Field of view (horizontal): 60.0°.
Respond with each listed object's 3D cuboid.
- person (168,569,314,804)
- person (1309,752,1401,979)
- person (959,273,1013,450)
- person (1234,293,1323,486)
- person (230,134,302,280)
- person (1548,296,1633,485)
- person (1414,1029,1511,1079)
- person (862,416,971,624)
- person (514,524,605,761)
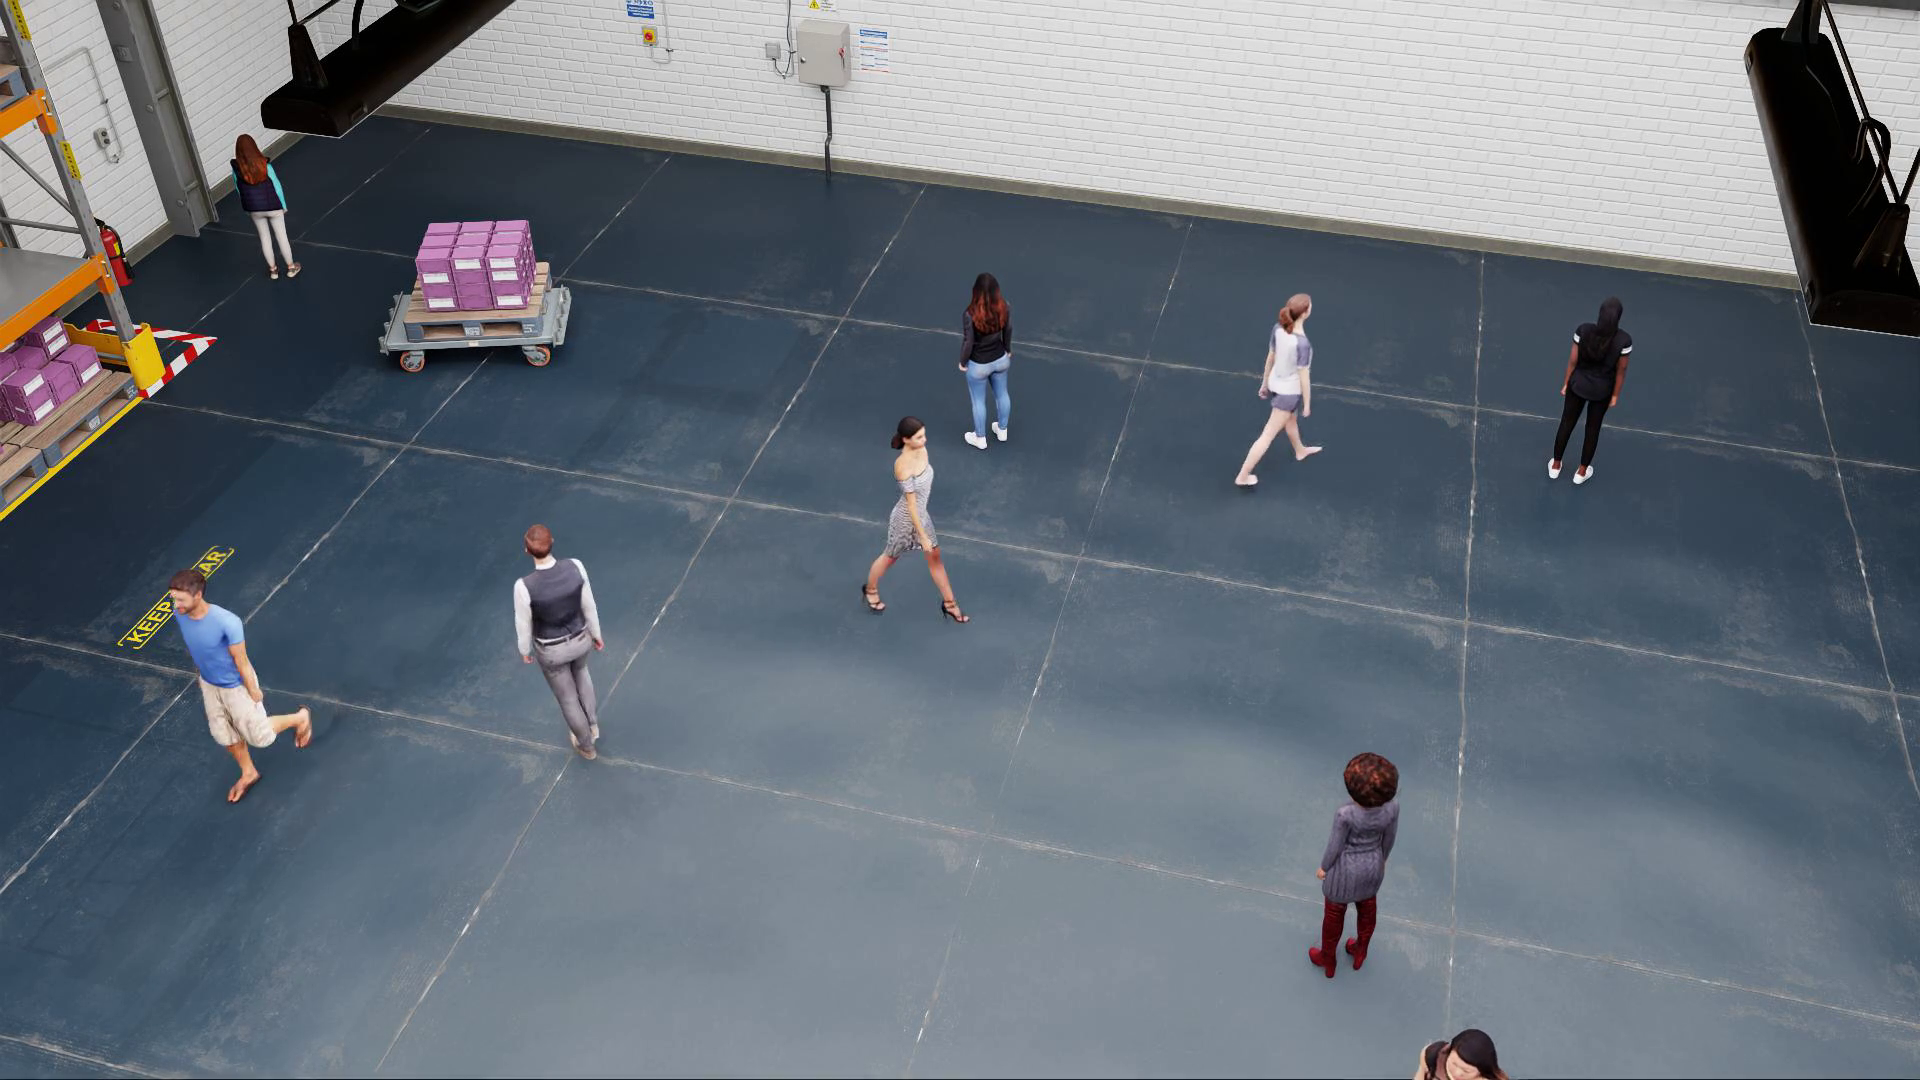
[{"bbox_3d":[-4.721,0.863,10.847,0.699,1.846,0.974,14,41,17],"label":"person"},{"bbox_3d":[2.297,1.901,9.657,0.661,1.708,0.660,-8,39,-10],"label":"person"},{"bbox_3d":[0.227,-1.514,13.994,0.713,1.633,0.769,-19,42,-22],"label":"person"},{"bbox_3d":[2.569,-1.172,13.500,1.155,1.714,1.123,-18,42,-22],"label":"person"},{"bbox_3d":[-6.824,-3.273,16.302,0.659,1.501,0.692,-5,39,-6],"label":"person"},{"bbox_3d":[5.142,-1.232,13.564,0.660,1.728,0.653,18,42,21],"label":"person"},{"bbox_3d":[2.490,2.940,8.359,0.752,1.705,0.795,25,45,27],"label":"person"},{"bbox_3d":[-0.461,-0.124,12.142,0.788,1.772,1.077,16,41,19],"label":"person"},{"bbox_3d":[-2.576,0.731,10.949,0.781,1.926,0.857,-23,44,-26],"label":"person"}]
